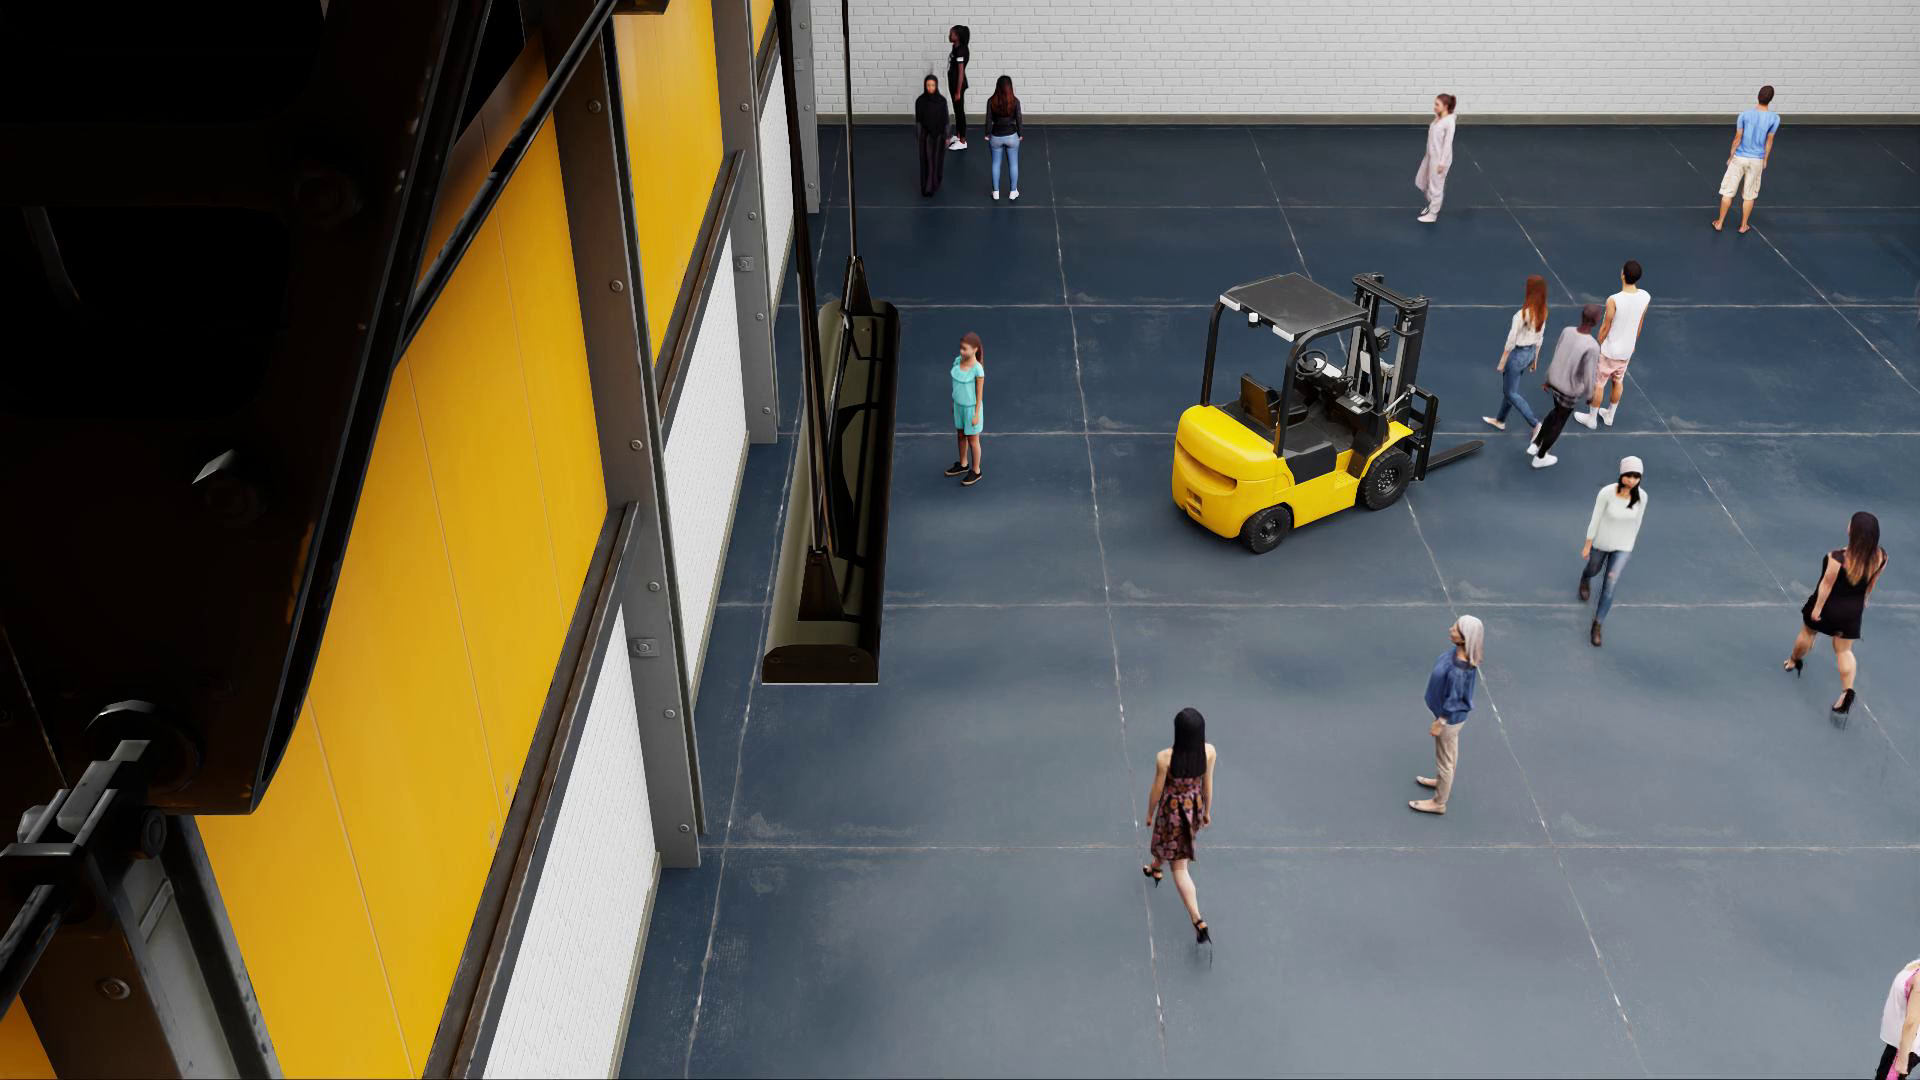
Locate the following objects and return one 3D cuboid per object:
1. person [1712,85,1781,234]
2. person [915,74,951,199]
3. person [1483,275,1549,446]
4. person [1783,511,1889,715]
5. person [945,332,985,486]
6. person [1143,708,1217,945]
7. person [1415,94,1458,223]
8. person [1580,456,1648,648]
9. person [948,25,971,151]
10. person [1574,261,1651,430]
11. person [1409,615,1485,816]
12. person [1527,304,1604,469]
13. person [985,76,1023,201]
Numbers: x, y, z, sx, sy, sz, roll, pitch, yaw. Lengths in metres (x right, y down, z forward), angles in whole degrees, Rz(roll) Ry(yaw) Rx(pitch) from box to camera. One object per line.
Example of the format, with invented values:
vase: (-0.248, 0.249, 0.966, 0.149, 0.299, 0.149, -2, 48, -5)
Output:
person: (9.917, -4.791, 20.922, 0.710, 1.863, 0.670, 11, 35, 16)
person: (-0.354, -5.406, 22.076, 0.687, 1.609, 1.096, -4, 34, -6)
person: (5.632, -1.766, 16.509, 0.961, 1.709, 1.095, -25, 41, -33)
person: (6.914, 0.592, 12.988, 0.702, 1.680, 1.064, -3, 34, -4)
person: (0.077, -1.278, 15.911, 0.714, 1.559, 0.647, -25, 41, -33)
person: (1.473, 1.890, 10.985, 0.880, 1.736, 1.246, -12, 35, -17)
person: (6.175, -4.883, 21.223, 0.761, 1.683, 0.621, -7, 34, -10)
person: (5.428, -0.001, 13.943, 0.731, 1.612, 1.138, 7, 34, 10)
person: (-0.036, -6.393, 23.455, 0.695, 1.728, 0.544, -5, 34, -7)
person: (6.593, -1.953, 16.719, 0.696, 1.789, 0.665, -9, 35, -13)
person: (3.547, 1.243, 11.994, 0.751, 1.698, 0.631, 13, 36, 19)
person: (5.753, -1.445, 15.984, 0.816, 1.756, 0.710, -16, 37, -23)
person: (0.578, -5.302, 21.896, 0.643, 1.636, 0.549, 1, 34, 2)
